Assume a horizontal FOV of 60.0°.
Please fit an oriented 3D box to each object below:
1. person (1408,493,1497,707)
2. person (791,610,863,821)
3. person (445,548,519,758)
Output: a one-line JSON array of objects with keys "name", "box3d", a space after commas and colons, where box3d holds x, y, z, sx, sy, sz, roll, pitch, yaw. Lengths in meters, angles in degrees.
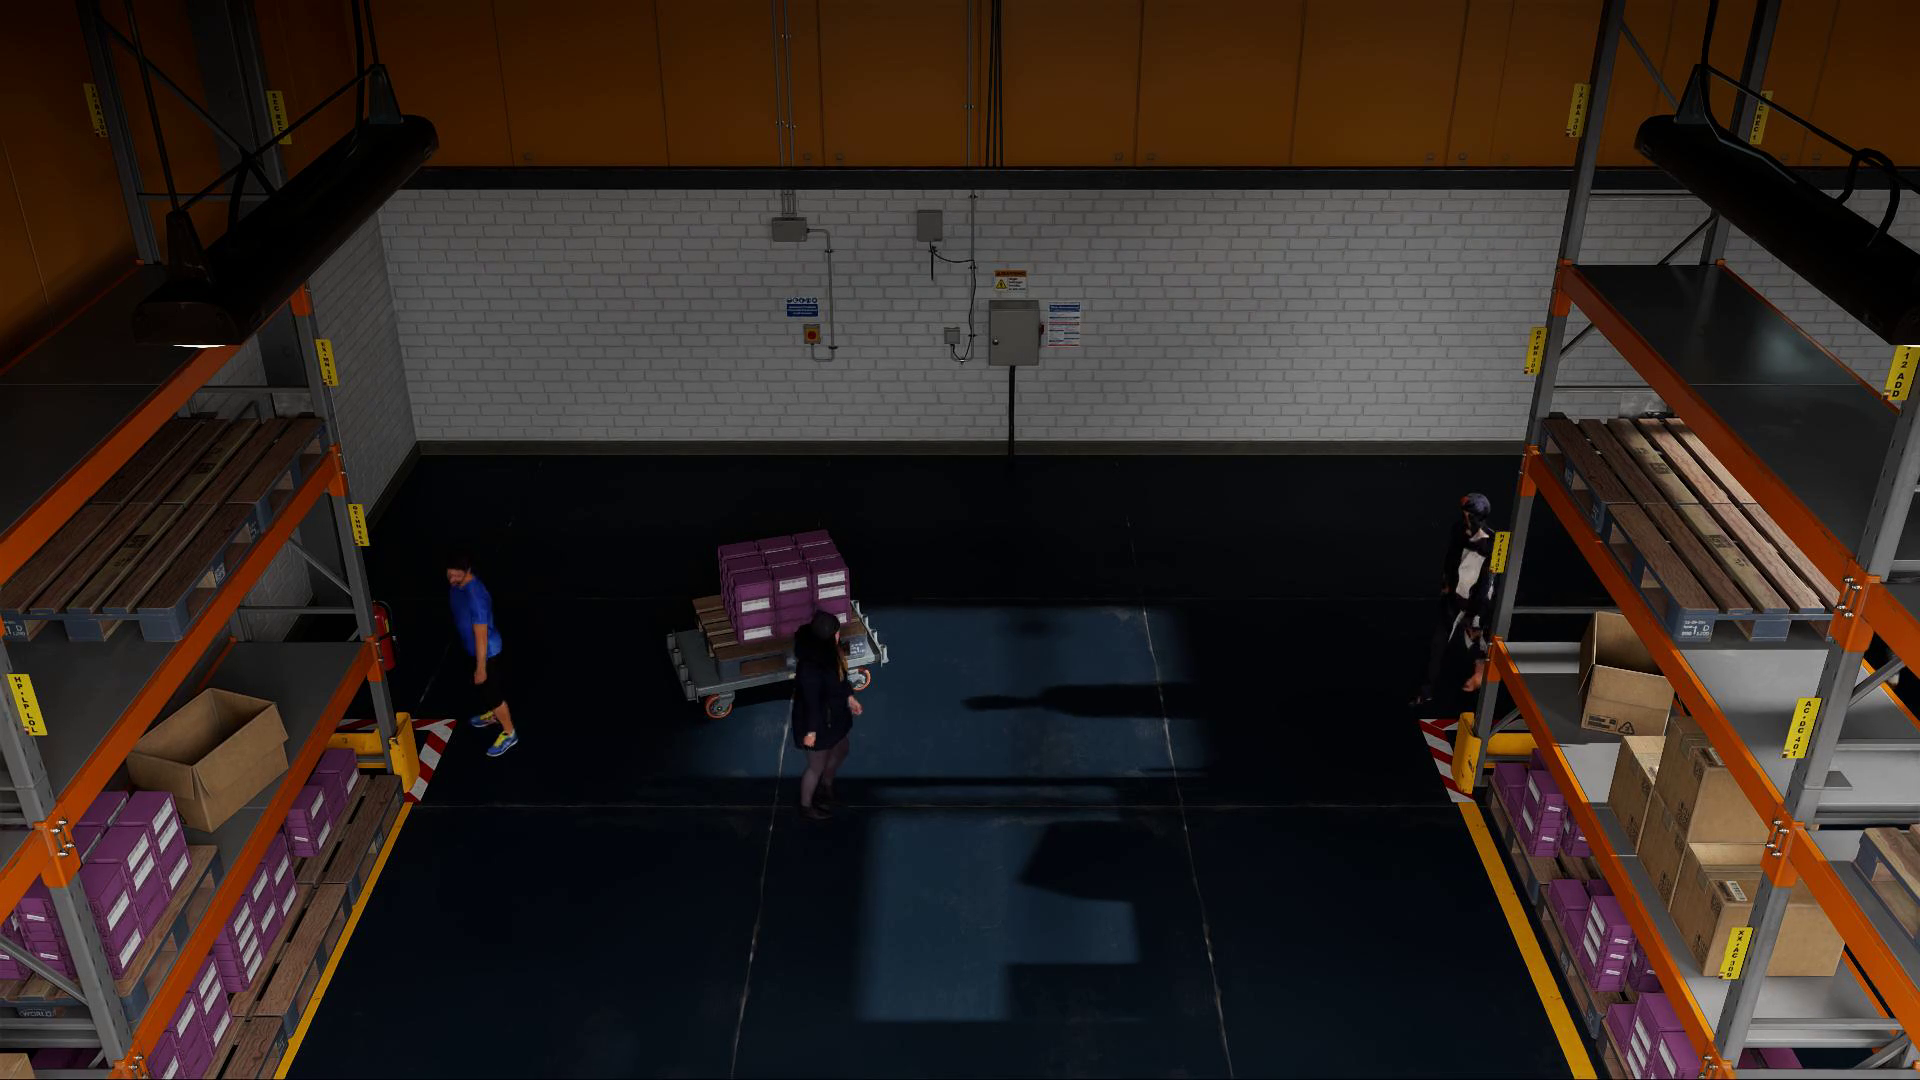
[{"name": "person", "box3d": [4.052, 0.460, 13.067, 1.136, 1.852, 1.146, -17, 33, -28]}, {"name": "person", "box3d": [-1.030, 1.232, 11.863, 0.789, 1.650, 0.700, 10, 30, 17]}, {"name": "person", "box3d": [-3.557, 0.802, 12.467, 0.985, 1.826, 0.880, -12, 31, -20]}]
